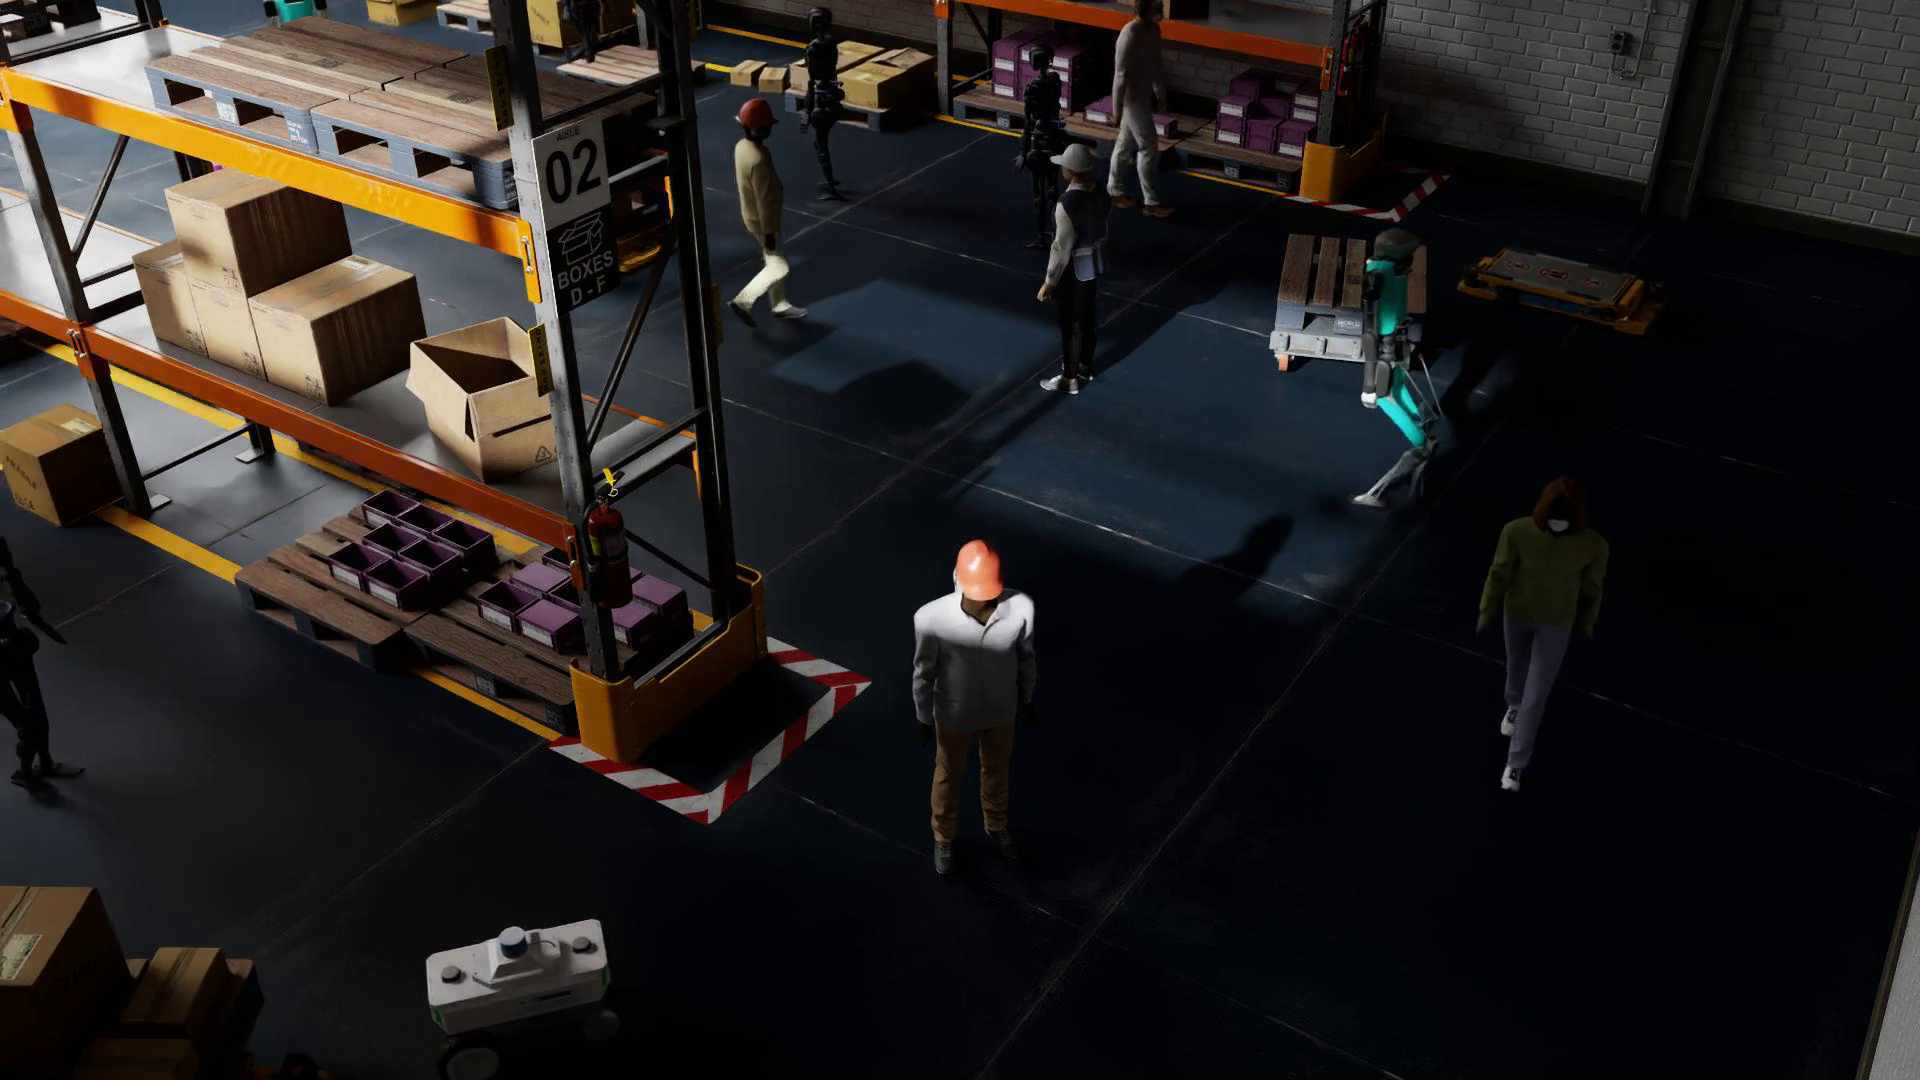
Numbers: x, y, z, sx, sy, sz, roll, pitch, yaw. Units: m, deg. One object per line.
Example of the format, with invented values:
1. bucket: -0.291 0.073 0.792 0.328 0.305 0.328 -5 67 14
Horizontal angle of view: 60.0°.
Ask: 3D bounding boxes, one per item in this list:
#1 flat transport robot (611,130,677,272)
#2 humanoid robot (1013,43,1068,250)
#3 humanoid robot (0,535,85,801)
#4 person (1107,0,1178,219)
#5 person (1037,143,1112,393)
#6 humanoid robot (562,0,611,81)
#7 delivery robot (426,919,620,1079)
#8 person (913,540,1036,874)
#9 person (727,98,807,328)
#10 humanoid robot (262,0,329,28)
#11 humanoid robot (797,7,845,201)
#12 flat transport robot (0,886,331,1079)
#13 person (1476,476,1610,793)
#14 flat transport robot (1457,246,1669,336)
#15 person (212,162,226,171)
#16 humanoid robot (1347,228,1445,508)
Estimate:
1. flat transport robot: -3.062 -2.566 13.817 1.431 0.231 0.659 21 39 29
2. humanoid robot: 0.664 -3.186 13.469 0.315 1.655 0.599 20 38 27
3. humanoid robot: -4.512 0.509 7.802 0.316 1.652 0.595 8 34 12
4. person: 1.616 -3.661 13.992 0.834 1.910 0.660 15 36 22
5. person: 0.788 -1.846 11.343 0.434 1.757 0.768 19 38 27
6. humanoid robot: -3.953 -5.577 17.167 0.645 1.632 0.609 20 38 28
7. delivery robot: -1.789 1.825 6.798 0.772 0.585 0.499 -10 34 -15
8. person: 0.077 0.740 7.375 0.571 1.747 0.342 -9 34 -14
9. person: -1.445 -2.366 12.158 0.594 1.733 0.592 -10 34 -15
10. humanoid robot: -5.737 -4.046 14.802 0.552 1.824 0.860 -14 35 -20
11. humanoid robot: -1.189 -3.749 14.342 0.327 1.656 0.589 10 34 15
12. flat transport robot: -3.237 2.282 6.365 1.431 0.231 0.659 1 33 1
13. person: 2.751 0.426 7.991 0.524 1.588 0.847 16 37 24
14. flat transport robot: 4.657 -1.940 12.855 1.431 0.231 0.659 20 38 28
15. person: -5.173 -2.494 12.259 0.506 1.847 0.338 4 33 7
16. humanoid robot: 2.730 -0.923 10.022 0.786 1.863 0.541 21 39 29
